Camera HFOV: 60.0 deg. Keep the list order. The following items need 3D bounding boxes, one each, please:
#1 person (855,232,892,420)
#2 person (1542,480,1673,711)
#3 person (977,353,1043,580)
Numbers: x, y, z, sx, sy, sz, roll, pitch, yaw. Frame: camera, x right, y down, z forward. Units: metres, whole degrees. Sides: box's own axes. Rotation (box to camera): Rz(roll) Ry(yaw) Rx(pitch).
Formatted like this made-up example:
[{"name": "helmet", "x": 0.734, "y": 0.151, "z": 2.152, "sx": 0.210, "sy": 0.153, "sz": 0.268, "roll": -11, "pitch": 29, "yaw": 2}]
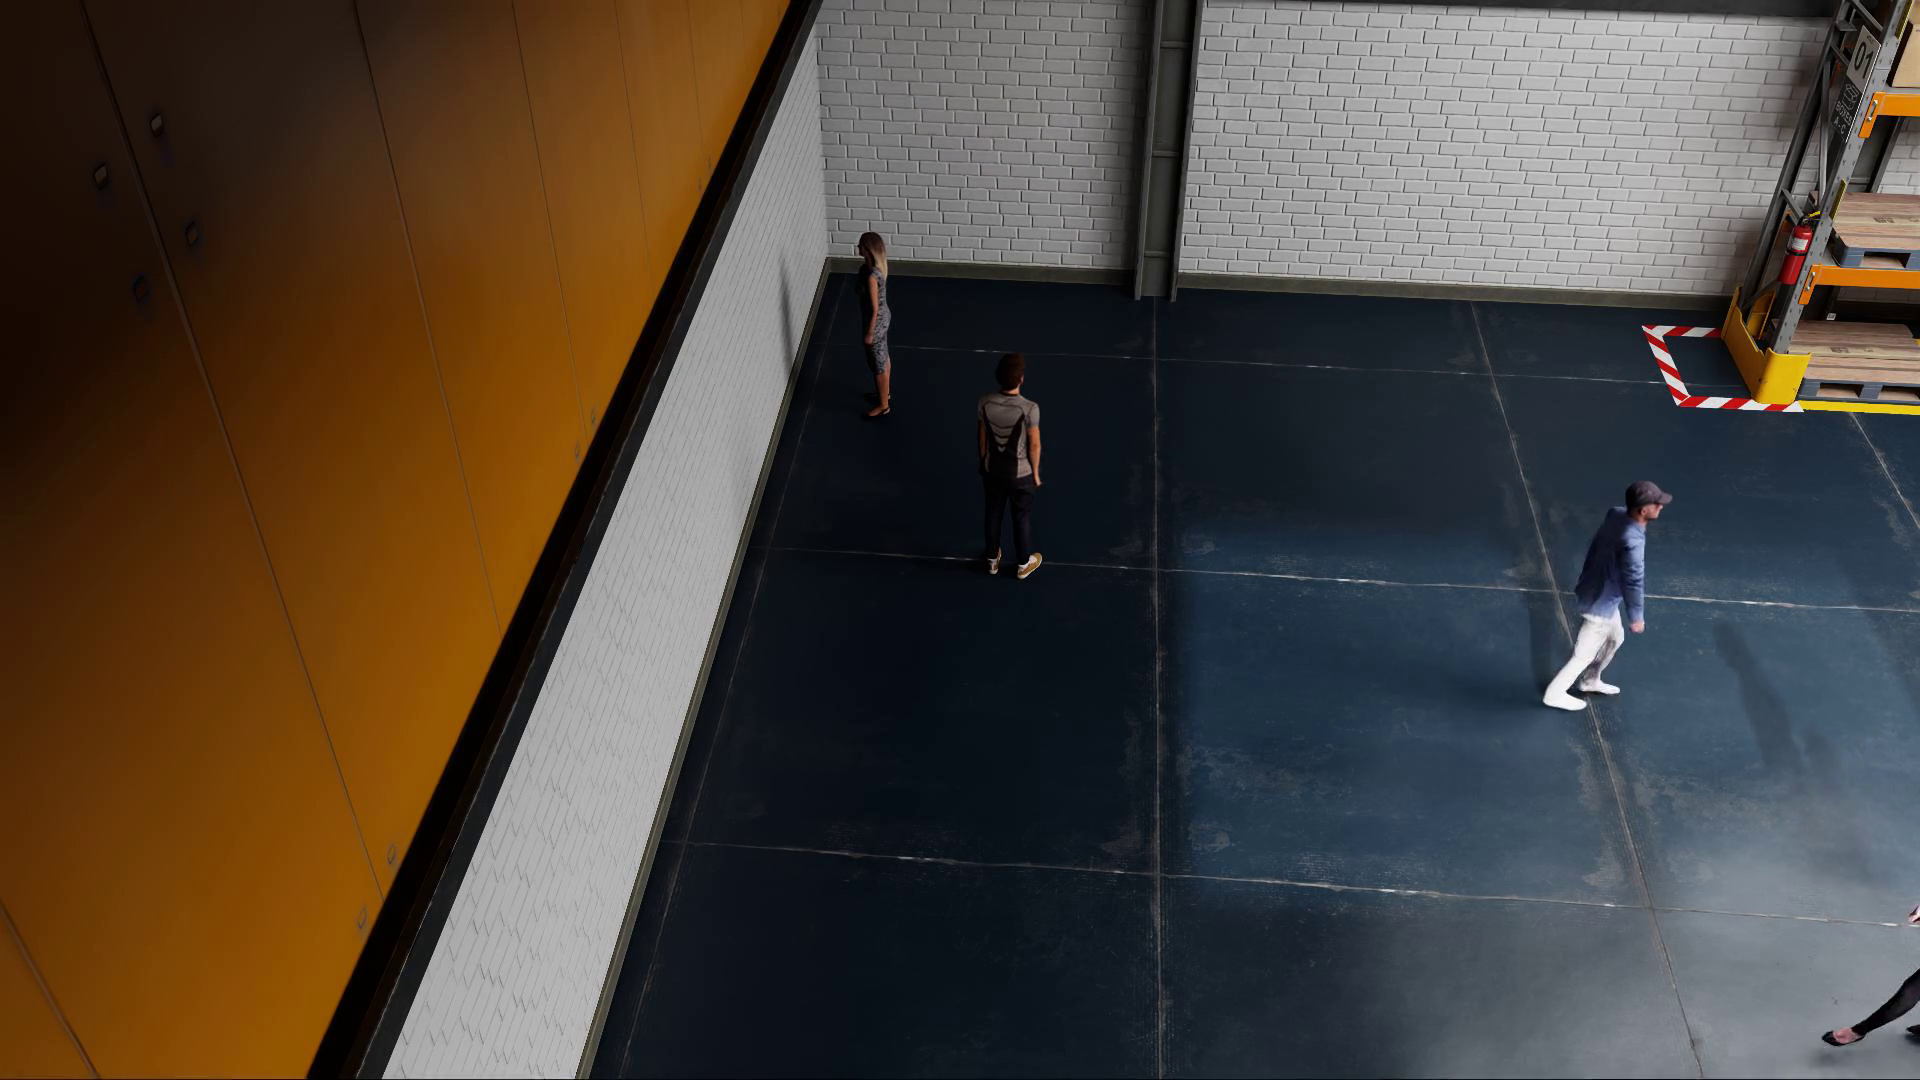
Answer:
[{"name": "person", "x": -0.695, "y": -1.805, "z": 13.886, "sx": 0.481, "sy": 1.705, "sz": 0.560, "roll": 3, "pitch": 39, "yaw": 4}, {"name": "person", "x": 4.168, "y": 0.386, "z": 11.012, "sx": 0.788, "sy": 1.867, "sz": 0.726, "roll": 9, "pitch": 39, "yaw": 11}, {"name": "person", "x": 0.358, "y": -0.530, "z": 12.137, "sx": 0.597, "sy": 1.896, "sz": 0.757, "roll": 14, "pitch": 41, "yaw": 17}]
